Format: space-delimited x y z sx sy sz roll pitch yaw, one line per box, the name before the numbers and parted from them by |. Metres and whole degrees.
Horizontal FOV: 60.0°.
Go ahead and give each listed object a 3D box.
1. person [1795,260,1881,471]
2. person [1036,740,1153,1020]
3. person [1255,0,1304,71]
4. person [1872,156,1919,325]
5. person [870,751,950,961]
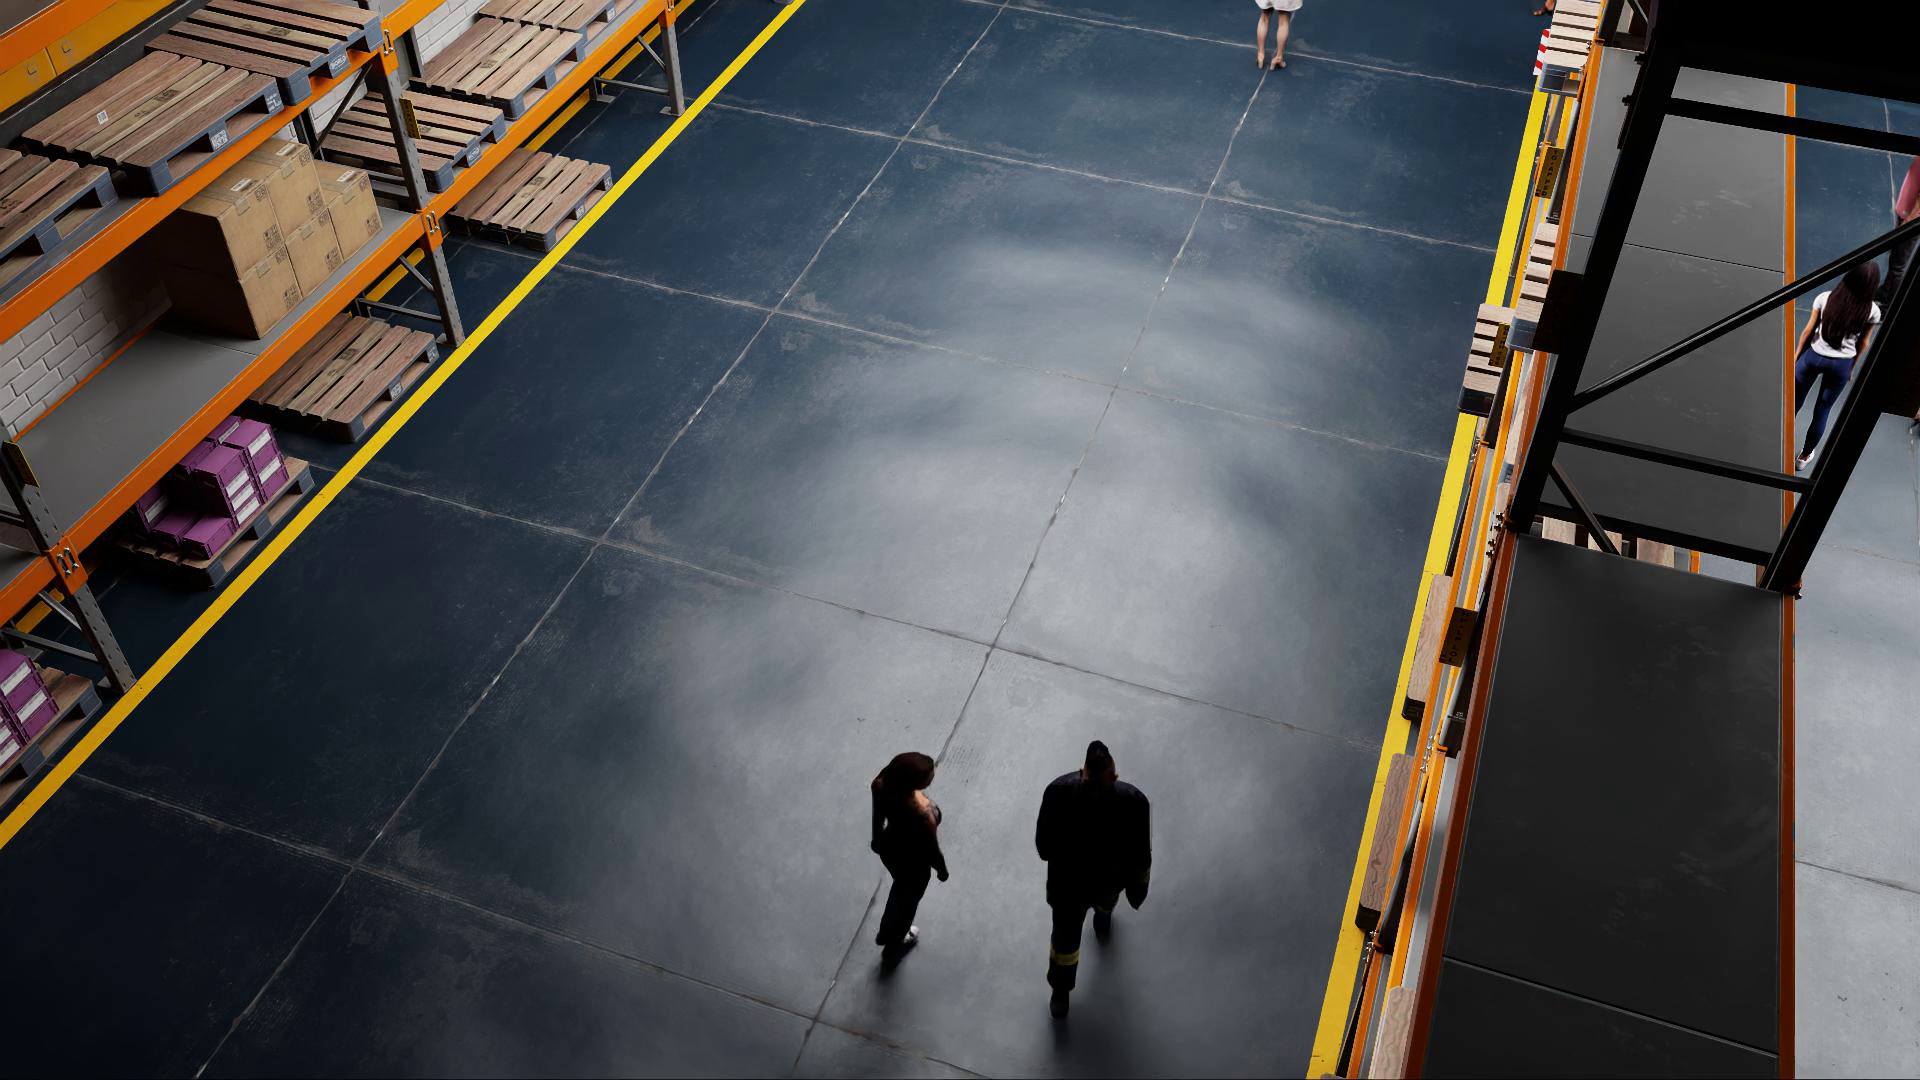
person | 6.265 -1.262 12.048 0.614 1.775 0.563 20 47 20
person | 0.731 1.659 8.949 0.911 1.819 1.192 6 44 7
person | 3.179 -5.537 16.536 0.684 1.774 0.677 21 47 21
person | 7.700 -2.639 13.362 0.665 1.955 0.494 15 46 16
person | -0.355 1.774 8.880 0.730 1.749 0.755 33 52 30
